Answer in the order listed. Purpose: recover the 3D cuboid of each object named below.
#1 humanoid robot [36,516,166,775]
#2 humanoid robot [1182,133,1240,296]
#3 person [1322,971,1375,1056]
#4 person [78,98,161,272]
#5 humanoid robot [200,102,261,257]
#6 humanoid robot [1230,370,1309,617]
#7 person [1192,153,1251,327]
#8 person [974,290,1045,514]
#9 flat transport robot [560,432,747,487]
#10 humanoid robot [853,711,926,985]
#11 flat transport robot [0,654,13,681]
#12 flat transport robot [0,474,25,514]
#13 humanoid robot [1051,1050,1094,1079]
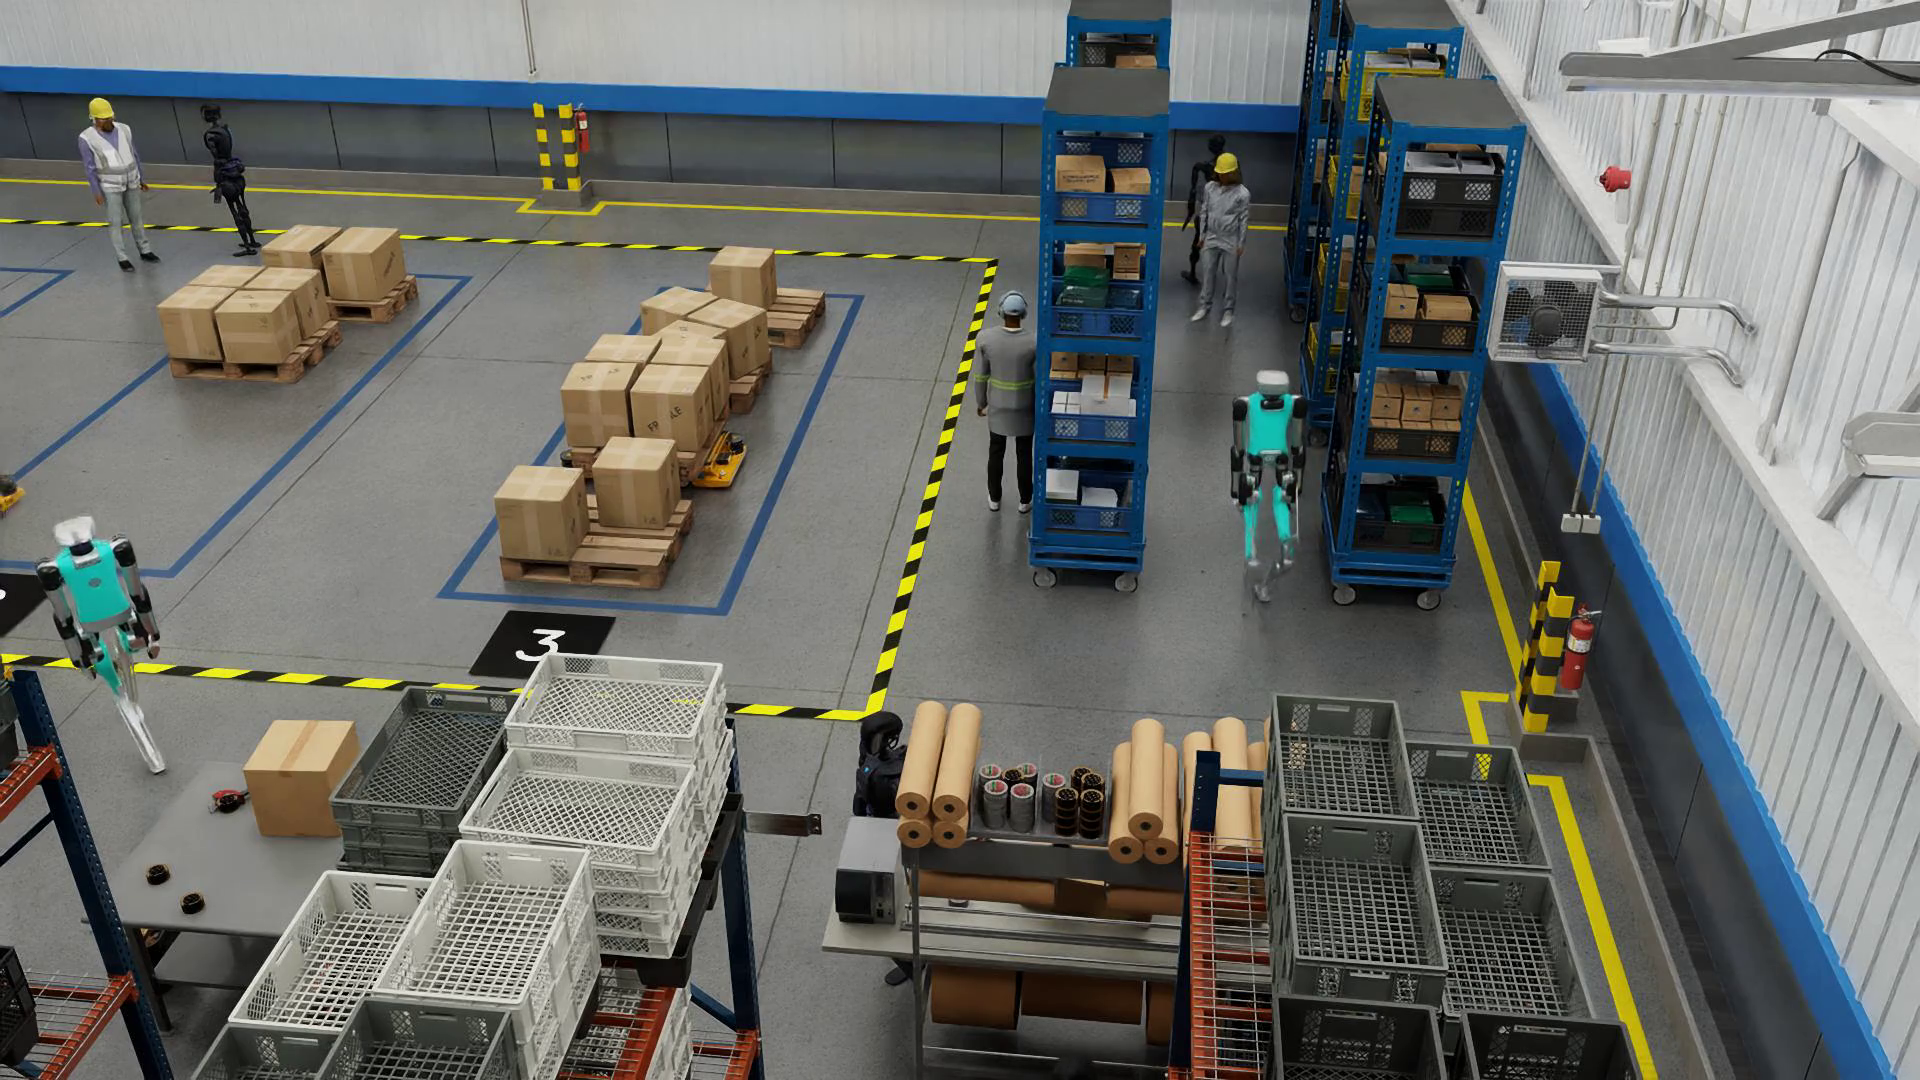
[{"bbox_3d":[-5.308,0.557,10.322,0.538,1.784,1.035,-21,36,-31],"label":"humanoid robot"},{"bbox_3d":[2.591,-3.353,17.057,0.598,1.629,0.715,-8,31,-13],"label":"humanoid robot"},{"bbox_3d":[1.544,2.435,6.900,0.313,1.869,0.530,0,30,0],"label":"person"},{"bbox_3d":[-8.893,-3.771,17.595,0.404,1.829,0.599,19,35,30],"label":"person"},{"bbox_3d":[-7.906,-3.902,17.960,0.315,1.657,0.599,-2,30,-4],"label":"humanoid robot"},{"bbox_3d":[2.175,-0.205,11.677,0.545,1.896,0.762,-1,30,-2],"label":"humanoid robot"},{"bbox_3d":[2.555,-2.931,16.241,0.492,1.740,0.322,17,34,27],"label":"person"},{"bbox_3d":[0.412,-1.075,12.946,0.596,1.851,0.380,6,31,10],"label":"person"},{"bbox_3d":[-2.554,-0.707,13.861,1.431,0.197,0.652,3,30,6],"label":"flat transport robot"},{"bbox_3d":[-0.369,1.569,8.562,0.315,1.659,0.599,-15,34,-24],"label":"humanoid robot"},{"bbox_3d":[-7.142,0.969,11.010,1.431,0.231,0.659,3,30,6],"label":"flat transport robot"},{"bbox_3d":[-8.307,-0.325,13.204,1.431,0.197,0.652,3,30,6],"label":"flat transport robot"},{"bbox_3d":[0.427,2.689,6.654,0.609,1.643,0.368,5,31,8],"label":"humanoid robot"}]
